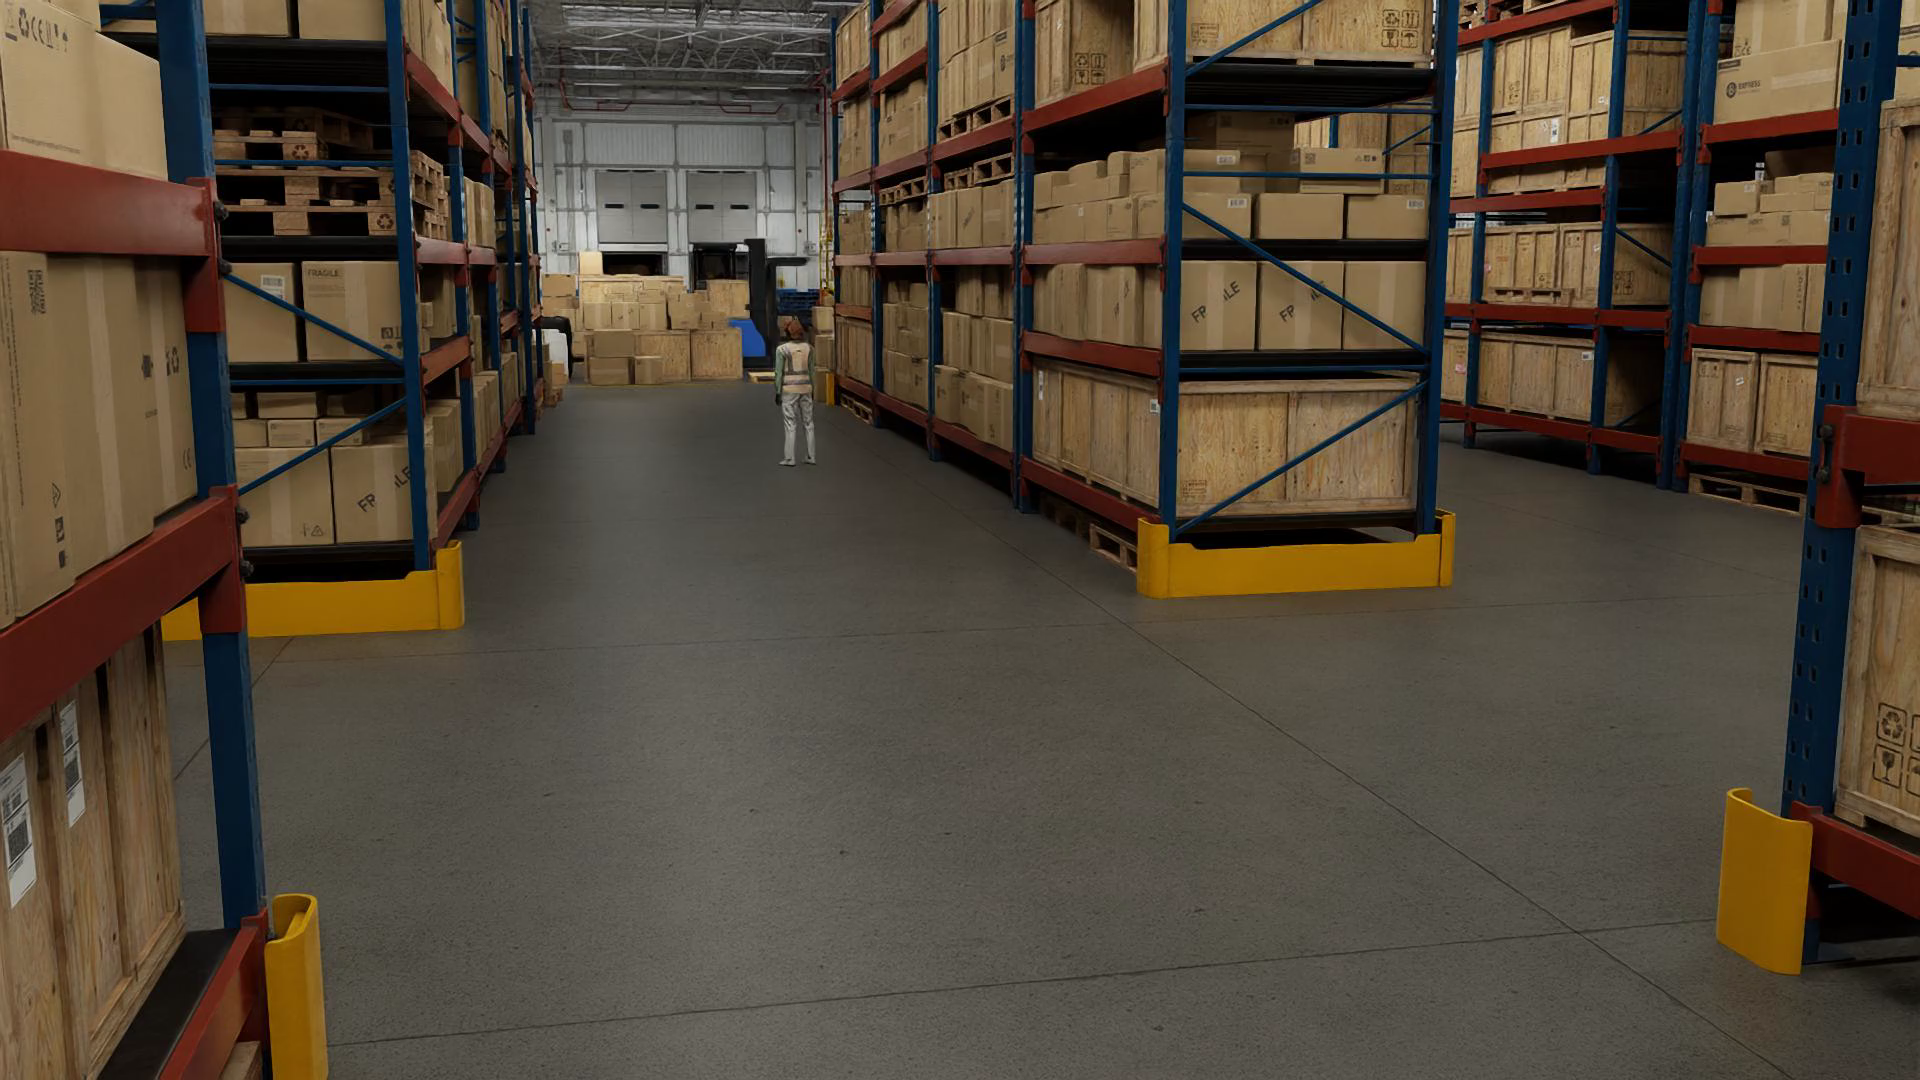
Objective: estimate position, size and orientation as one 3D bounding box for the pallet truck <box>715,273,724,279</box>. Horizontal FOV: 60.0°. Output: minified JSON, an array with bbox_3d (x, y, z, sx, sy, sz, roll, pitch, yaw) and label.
[{"bbox_3d":[-8.580,-8.986,62.280,1.885,1.965,0.823,1,9,5],"label":"pallet truck"}]

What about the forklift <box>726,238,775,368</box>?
[{"bbox_3d":[-4.384,-5.092,35.858,1.873,2.768,1.129,-2,10,-12],"label":"forklift"}]

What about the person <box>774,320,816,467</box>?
[{"bbox_3d":[-1.838,-1.637,18.611,0.512,1.629,0.316,-7,12,-37],"label":"person"}]

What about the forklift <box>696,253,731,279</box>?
[{"bbox_3d":[-6.403,-6.321,43.352,1.129,2.768,1.873,-2,10,-12],"label":"forklift"}]
